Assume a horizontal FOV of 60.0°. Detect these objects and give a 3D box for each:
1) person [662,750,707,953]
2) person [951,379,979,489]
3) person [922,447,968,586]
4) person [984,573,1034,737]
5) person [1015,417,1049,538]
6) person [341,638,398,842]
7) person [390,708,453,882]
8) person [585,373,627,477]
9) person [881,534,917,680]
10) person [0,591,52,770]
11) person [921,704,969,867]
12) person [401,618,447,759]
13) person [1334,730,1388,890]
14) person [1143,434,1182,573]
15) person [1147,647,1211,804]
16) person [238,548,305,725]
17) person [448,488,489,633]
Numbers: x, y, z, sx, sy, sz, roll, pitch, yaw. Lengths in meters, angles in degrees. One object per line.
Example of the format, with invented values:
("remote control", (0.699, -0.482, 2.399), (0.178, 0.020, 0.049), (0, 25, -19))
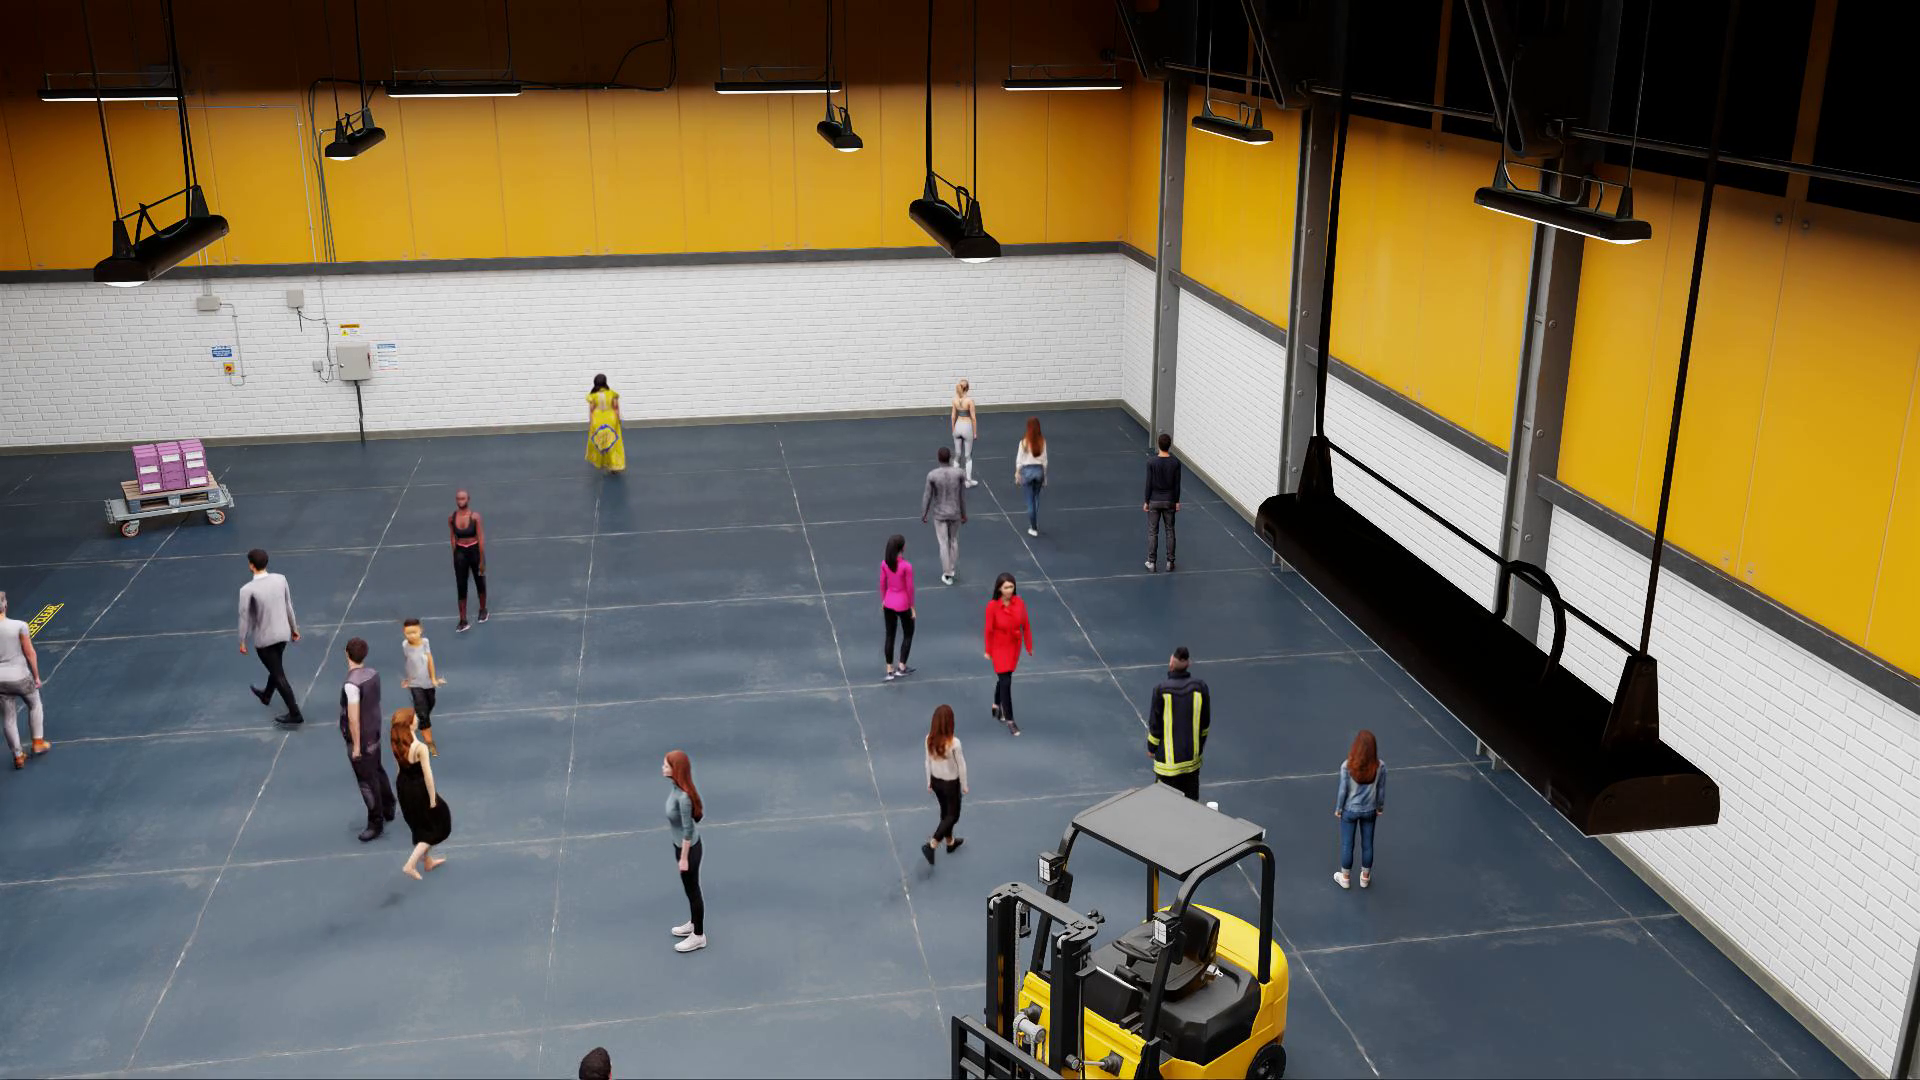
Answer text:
("person", (-2.217, 2.498, 13.430), (0.646, 1.742, 0.454), (-4, 19, -11))
("person", (0.056, -1.668, 25.860), (0.663, 1.703, 0.699), (9, 20, 24))
("person", (-0.155, -0.296, 21.594), (0.755, 1.826, 0.824), (-5, 19, -13))
("person", (0.440, 1.142, 17.491), (0.784, 1.718, 0.988), (-10, 21, -27))
("person", (1.059, -0.878, 23.496), (0.677, 1.715, 0.850), (-6, 20, -18))
("person", (-5.458, 1.836, 15.279), (0.935, 1.816, 0.636), (-4, 19, -11))
("person", (-4.770, 2.227, 14.432), (0.829, 1.616, 0.907), (10, 21, 27))
("person", (-5.617, -1.801, 26.394), (0.839, 1.614, 1.169), (-6, 19, -16))
("person", (-0.714, 0.768, 18.645), (0.726, 1.692, 0.776), (9, 21, 26))
("person", (-9.461, 1.418, 16.527), (0.747, 1.811, 0.740), (-6, 20, -17))
("person", (-0.148, 2.189, 14.770), (0.878, 1.472, 0.935), (12, 22, 32))
("person", (-5.573, 1.411, 17.159), (0.814, 1.422, 1.095), (-11, 22, -30))
("person", (3.456, 2.321, 14.368), (0.586, 1.477, 0.540), (-1, 19, -2))
("person", (2.689, -0.499, 22.129), (0.661, 1.869, 0.560), (-1, 19, -4))
("person", (1.987, 1.833, 15.211), (0.766, 1.865, 0.694), (-5, 19, -13))
("person", (-7.193, 1.052, 17.537), (1.281, 1.861, 1.293), (10, 21, 27))
("person", (-5.941, 0.191, 20.294), (0.704, 1.733, 1.052), (-1, 19, -3))
